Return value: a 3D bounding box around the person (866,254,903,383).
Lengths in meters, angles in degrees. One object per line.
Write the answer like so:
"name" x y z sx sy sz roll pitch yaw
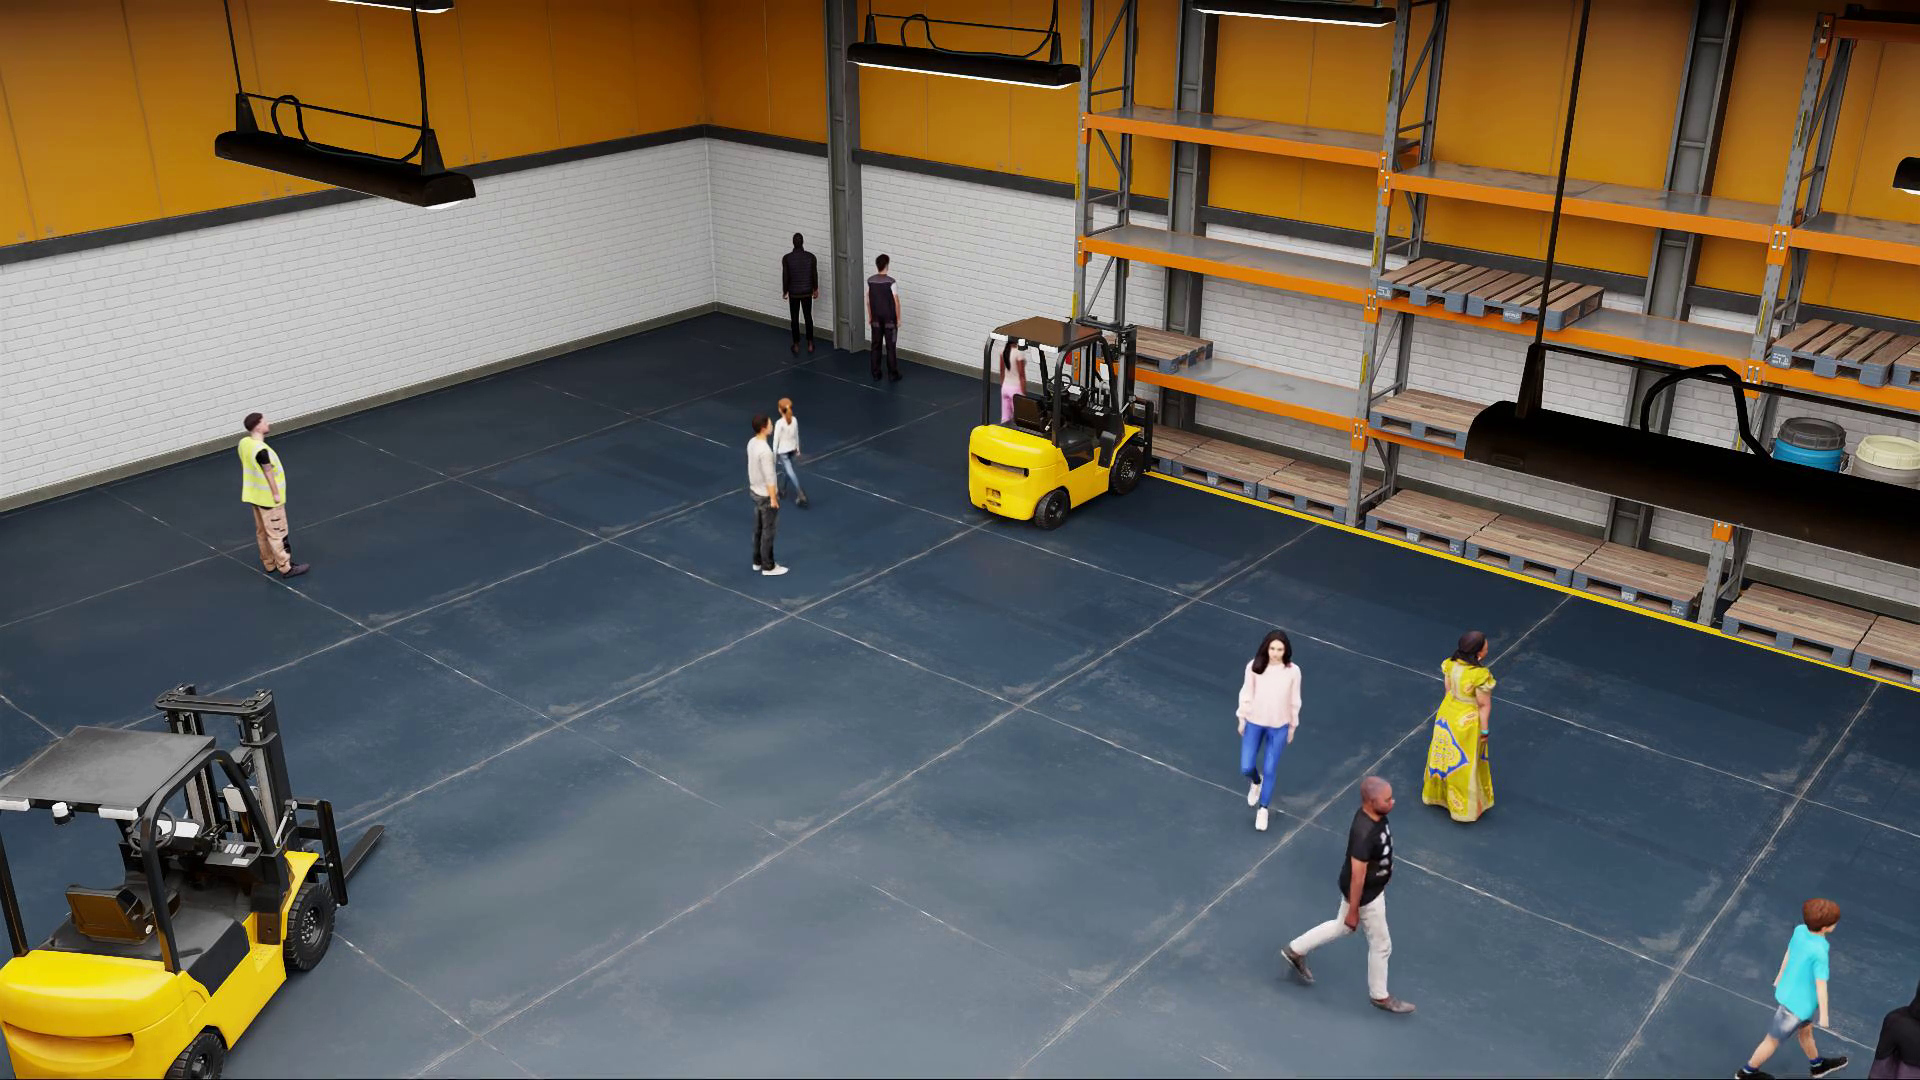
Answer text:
"person" -1.101 -3.203 24.008 0.646 1.847 0.791 7 25 16

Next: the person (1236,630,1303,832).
"person" 2.486 1.474 13.420 0.793 1.759 0.863 6 24 14

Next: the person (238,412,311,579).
"person" -7.419 -0.494 17.812 0.637 1.846 0.741 20 30 37

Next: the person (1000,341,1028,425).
"person" 0.666 -1.879 21.111 0.668 1.742 0.496 -19 30 -37

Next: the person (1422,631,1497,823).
"person" 4.092 1.487 13.512 1.032 1.661 0.888 -12 26 -25

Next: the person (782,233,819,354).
"person" -2.437 -3.772 25.325 0.779 1.836 0.794 -5 24 -12

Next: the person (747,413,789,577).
"person" -2.131 -0.501 17.873 0.791 1.811 0.621 -13 27 -26

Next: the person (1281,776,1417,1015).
"person" 2.651 2.383 11.322 1.277 1.773 0.926 9 25 20

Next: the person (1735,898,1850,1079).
"person" 5.262 2.901 10.584 1.013 1.415 0.863 2 24 5

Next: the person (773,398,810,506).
"person" -2.011 -1.026 19.721 0.523 1.292 0.908 -22 32 -40
